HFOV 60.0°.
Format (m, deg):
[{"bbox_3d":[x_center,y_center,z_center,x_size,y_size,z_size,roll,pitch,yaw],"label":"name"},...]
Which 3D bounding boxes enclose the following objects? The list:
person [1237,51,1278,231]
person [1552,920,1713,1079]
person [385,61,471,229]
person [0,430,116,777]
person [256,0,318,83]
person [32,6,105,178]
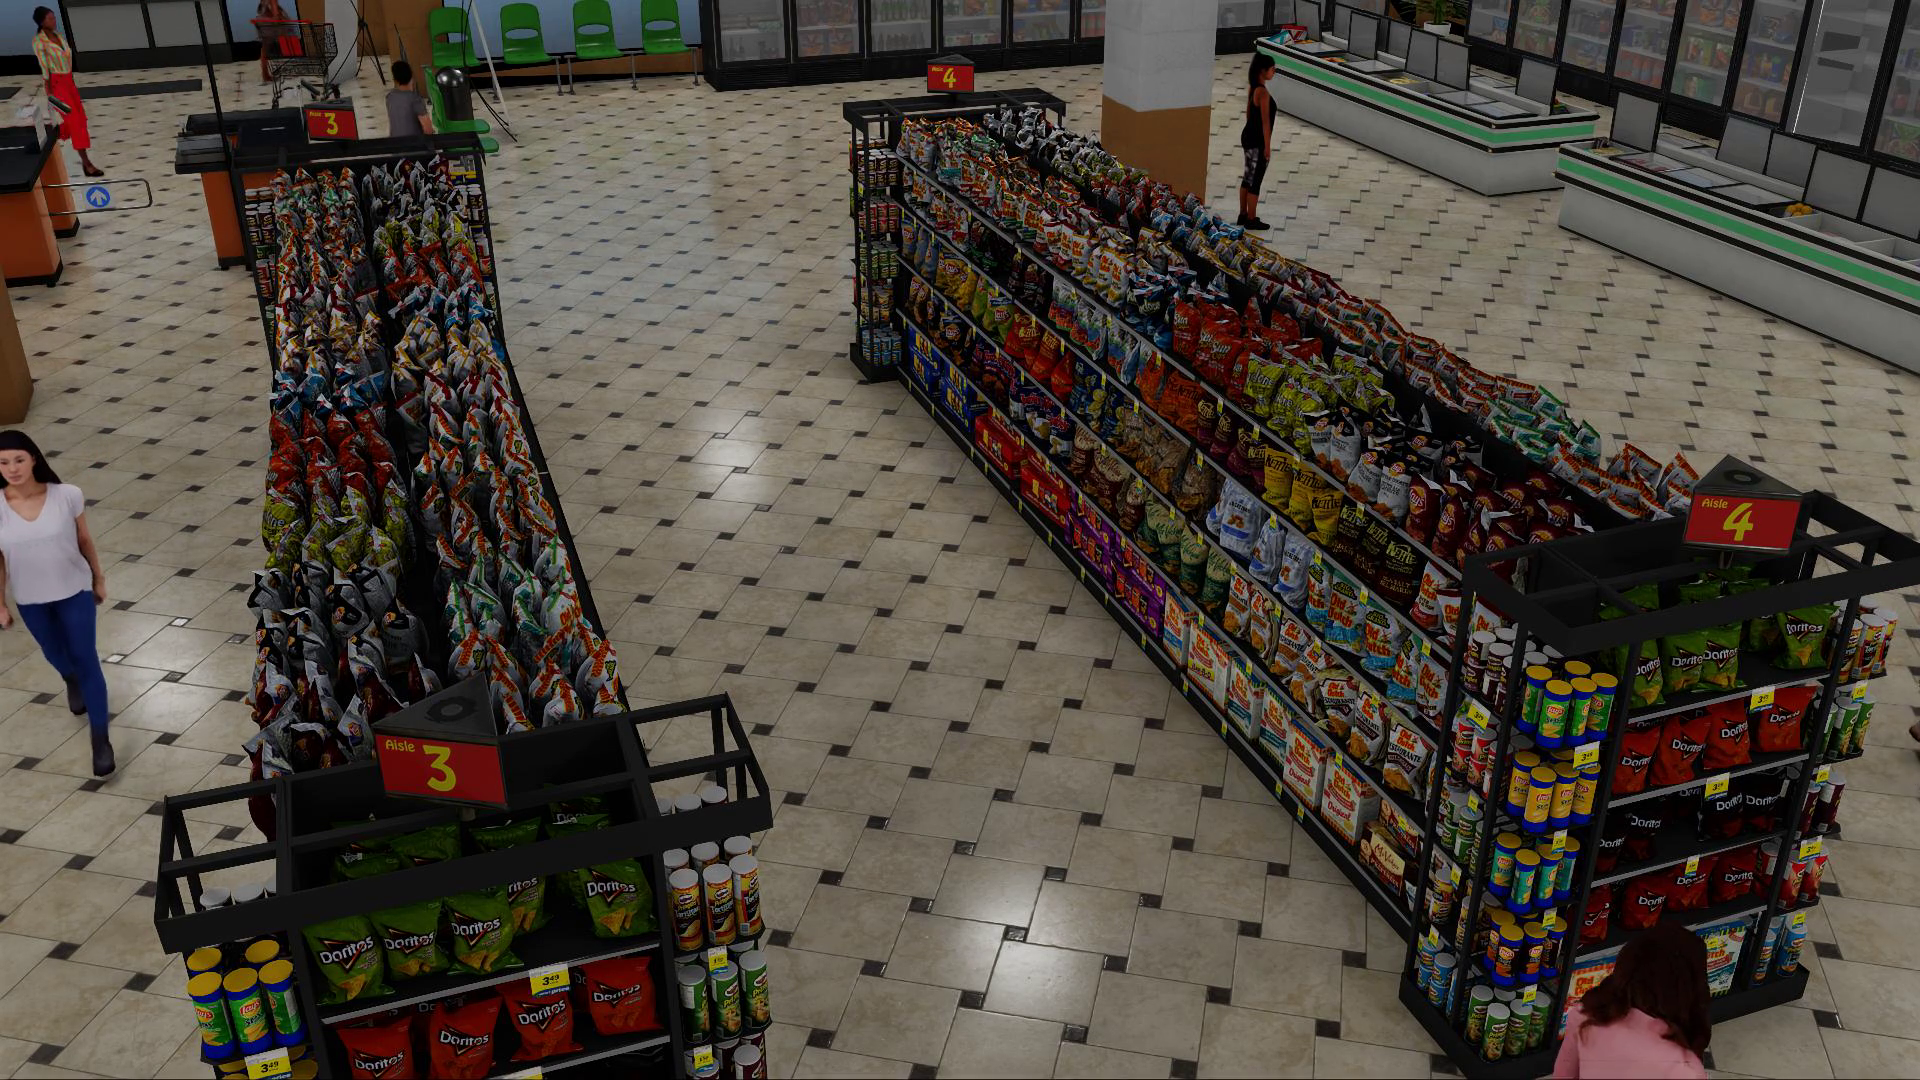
[{"bbox_3d":[2.846,-3.837,15.969,0.662,1.674,0.481,-6,27,-11],"label":"person"},{"bbox_3d":[1.736,1.868,4.622,0.938,1.761,1.116,-20,33,-33],"label":"person"},{"bbox_3d":[-5.026,-3.420,15.119,1.232,1.698,1.172,19,33,33],"label":"person"},{"bbox_3d":[-4.325,0.251,7.937,0.696,1.647,1.147,-12,29,-22],"label":"person"},{"bbox_3d":[-9.205,-6.890,22.056,1.092,1.612,1.039,19,33,33],"label":"person"},{"bbox_3d":[-9.566,-4.719,17.596,0.972,1.774,1.032,6,27,11],"label":"person"}]
